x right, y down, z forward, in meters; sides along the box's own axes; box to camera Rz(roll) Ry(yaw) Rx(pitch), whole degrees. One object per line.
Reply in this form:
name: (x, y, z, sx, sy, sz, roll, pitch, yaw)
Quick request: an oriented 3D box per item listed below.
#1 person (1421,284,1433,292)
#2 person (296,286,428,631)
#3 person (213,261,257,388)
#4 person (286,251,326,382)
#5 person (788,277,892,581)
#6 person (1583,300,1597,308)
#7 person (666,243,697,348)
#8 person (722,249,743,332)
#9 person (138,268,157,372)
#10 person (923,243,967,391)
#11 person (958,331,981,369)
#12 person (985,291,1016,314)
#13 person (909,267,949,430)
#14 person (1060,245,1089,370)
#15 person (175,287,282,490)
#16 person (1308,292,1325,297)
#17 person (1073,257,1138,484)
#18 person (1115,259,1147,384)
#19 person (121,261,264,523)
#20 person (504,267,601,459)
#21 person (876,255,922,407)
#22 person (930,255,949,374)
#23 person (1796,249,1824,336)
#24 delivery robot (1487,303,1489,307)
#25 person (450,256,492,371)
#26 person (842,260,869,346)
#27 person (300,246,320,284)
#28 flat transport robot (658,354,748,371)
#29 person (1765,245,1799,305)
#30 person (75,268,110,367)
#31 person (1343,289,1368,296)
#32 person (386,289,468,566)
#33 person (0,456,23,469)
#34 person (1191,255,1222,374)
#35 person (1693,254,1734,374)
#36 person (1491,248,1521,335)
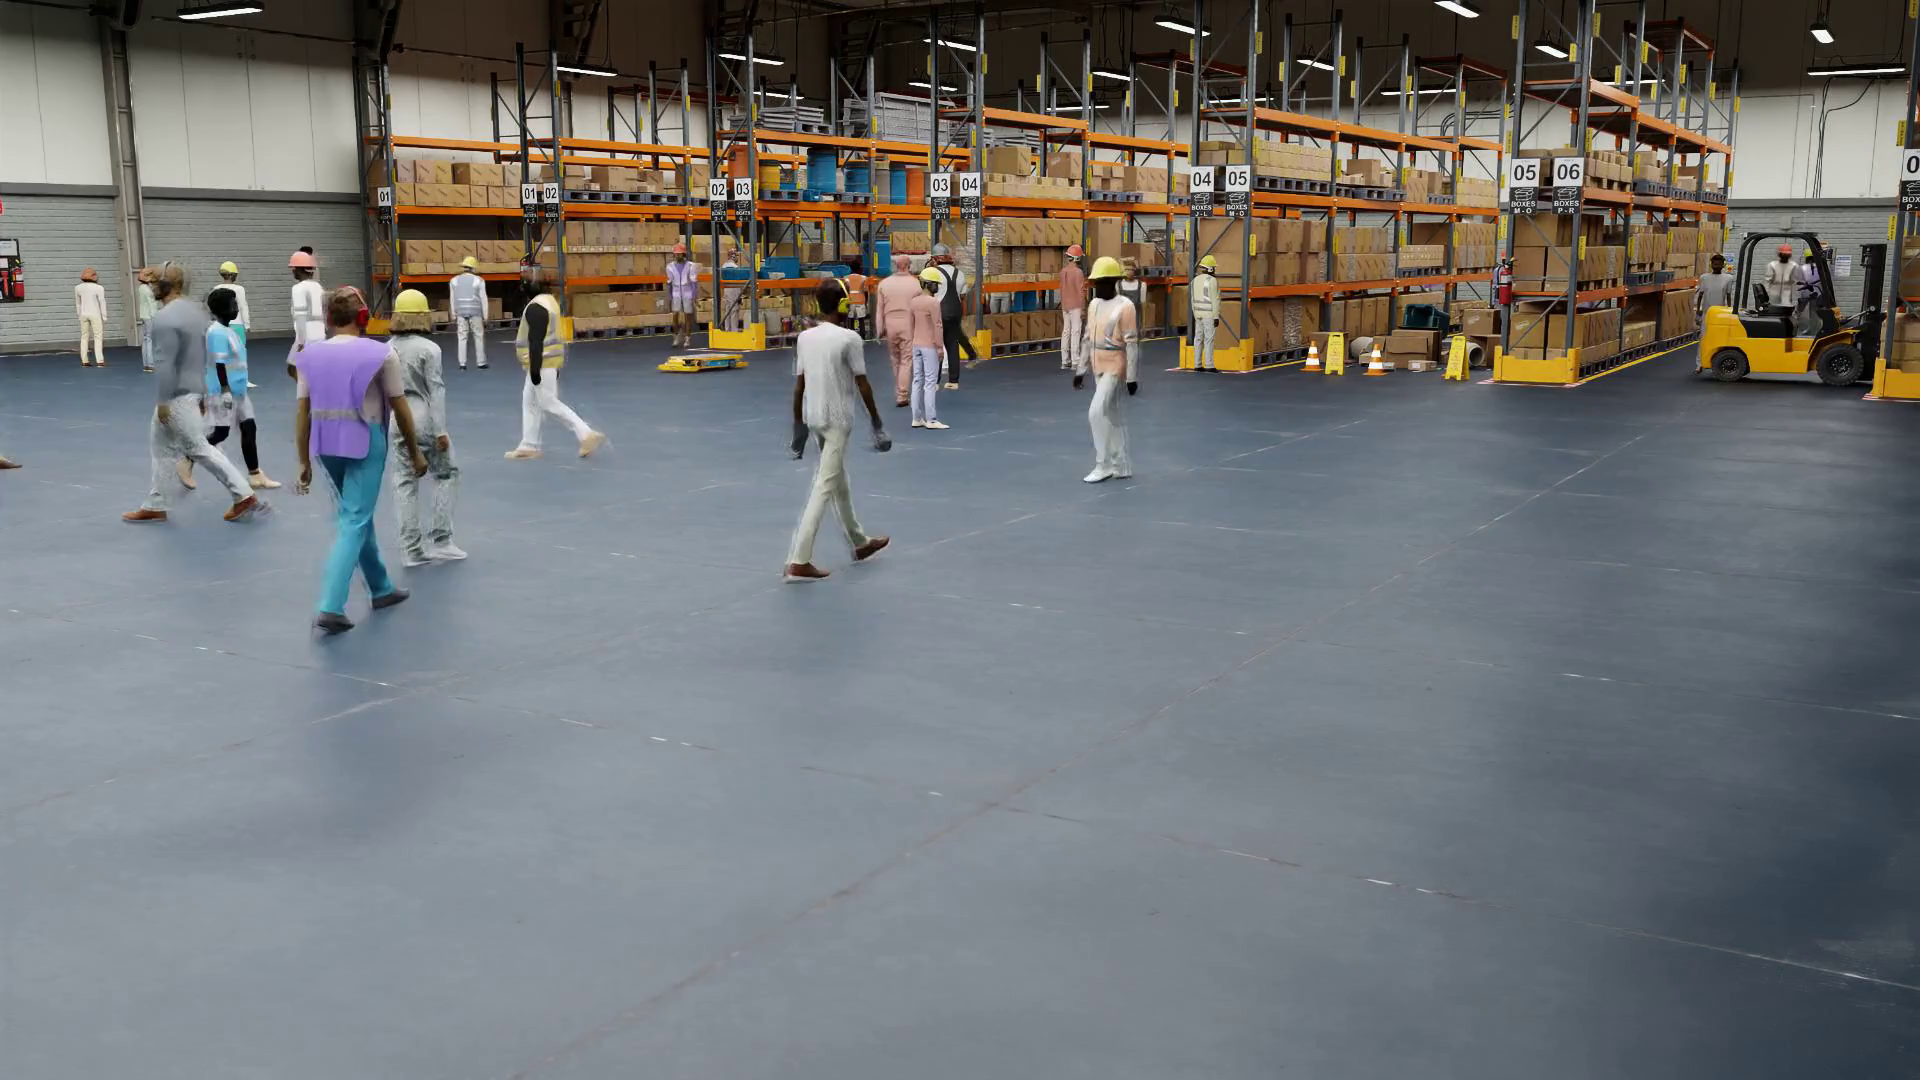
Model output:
person: (12.087, -6.571, 42.868, 0.736, 1.914, 0.549, 6, 12, 31)
person: (-3.239, -0.442, 8.864, 0.569, 1.809, 0.955, 3, 11, 16)
person: (-10.174, -3.002, 23.275, 0.525, 1.769, 0.308, 2, 10, 12)
person: (-7.396, -2.297, 18.859, 0.427, 1.925, 0.566, 2, 10, 9)
person: (-0.737, -0.684, 10.166, 0.537, 1.815, 0.993, 10, 14, 43)
person: (15.043, -5.987, 39.759, 0.638, 1.861, 0.974, 0, 10, -1)
person: (-5.386, -4.715, 32.196, 0.612, 2.012, 0.826, 0, 10, 1)
person: (-4.660, -5.040, 34.298, 0.409, 1.909, 0.642, -6, 12, -32)
person: (-12.837, -3.486, 26.354, 0.269, 1.632, 0.504, -9, 13, -41)
person: (-0.270, -3.093, 23.015, 0.680, 2.000, 0.535, -8, 13, -38)
person: (-0.161, -3.707, 26.748, 1.019, 1.953, 0.599, -4, 11, -19)
person: (0.801, -4.812, 32.969, 0.623, 1.932, 0.369, 0, 10, 2)
person: (-0.344, -2.087, 18.170, 0.327, 1.761, 0.522, -8, 13, -37)
person: (1.825, -3.724, 26.677, 0.376, 1.995, 0.612, -6, 12, -29)
person: (-6.035, -1.222, 13.562, 0.762, 1.675, 0.535, -1, 10, -7)
person: (7.463, -5.078, 34.460, 0.574, 1.924, 0.415, 6, 12, 31)
person: (1.188, -1.435, 14.112, 0.674, 1.904, 0.596, -4, 11, -23)
person: (2.383, -3.077, 23.604, 0.524, 1.811, 0.909, 1, 10, 4)
person: (-5.575, -1.053, 11.998, 0.976, 1.901, 0.639, -2, 10, -11)
person: (-3.833, -1.641, 15.547, 0.854, 1.814, 0.633, -1, 10, -6)
person: (-0.666, -2.628, 20.878, 0.679, 1.864, 0.932, 3, 11, 16)
person: (-0.339, -3.512, 25.804, 0.576, 1.882, 0.355, 4, 11, 20)
person: (17.925, -5.182, 35.100, 0.588, 1.909, 0.514, 0, 10, 1)
delivery robot: (12.939, -5.595, 40.927, 0.477, 0.478, 0.707, -8, 13, -37)
person: (-7.782, -3.589, 26.484, 0.608, 1.809, 0.566, 1, 10, 4)
person: (-2.056, -4.642, 32.651, 0.542, 1.695, 0.316, -1, 10, -7)
person: (-13.488, -5.108, 34.504, 0.366, 1.967, 0.602, -9, 14, -42)
flat transport robot: (-4.098, -2.851, 26.617, 0.652, 0.197, 1.431, 6, 12, 32)
person: (16.708, -5.004, 33.870, 0.611, 1.981, 1.111, 4, 11, 21)
person: (-14.237, -3.641, 27.263, 0.499, 1.626, 0.300, 1, 10, 6)
person: (8.887, -5.605, 37.467, 0.607, 1.903, 0.641, 8, 13, 38)
person: (-3.380, -0.708, 10.491, 0.513, 1.726, 0.490, 4, 11, 23)
person: (-8.824, -1.525, 14.672, 0.747, 1.885, 0.650, -6, 12, -29)
person: (3.846, -3.499, 25.873, 0.403, 1.833, 0.586, -6, 12, -30)
person: (11.685, -3.502, 25.806, 0.507, 1.865, 0.329, 4, 11, 22)
person: (9.998, -4.369, 30.462, 0.546, 1.934, 0.376, 7, 12, 34)
